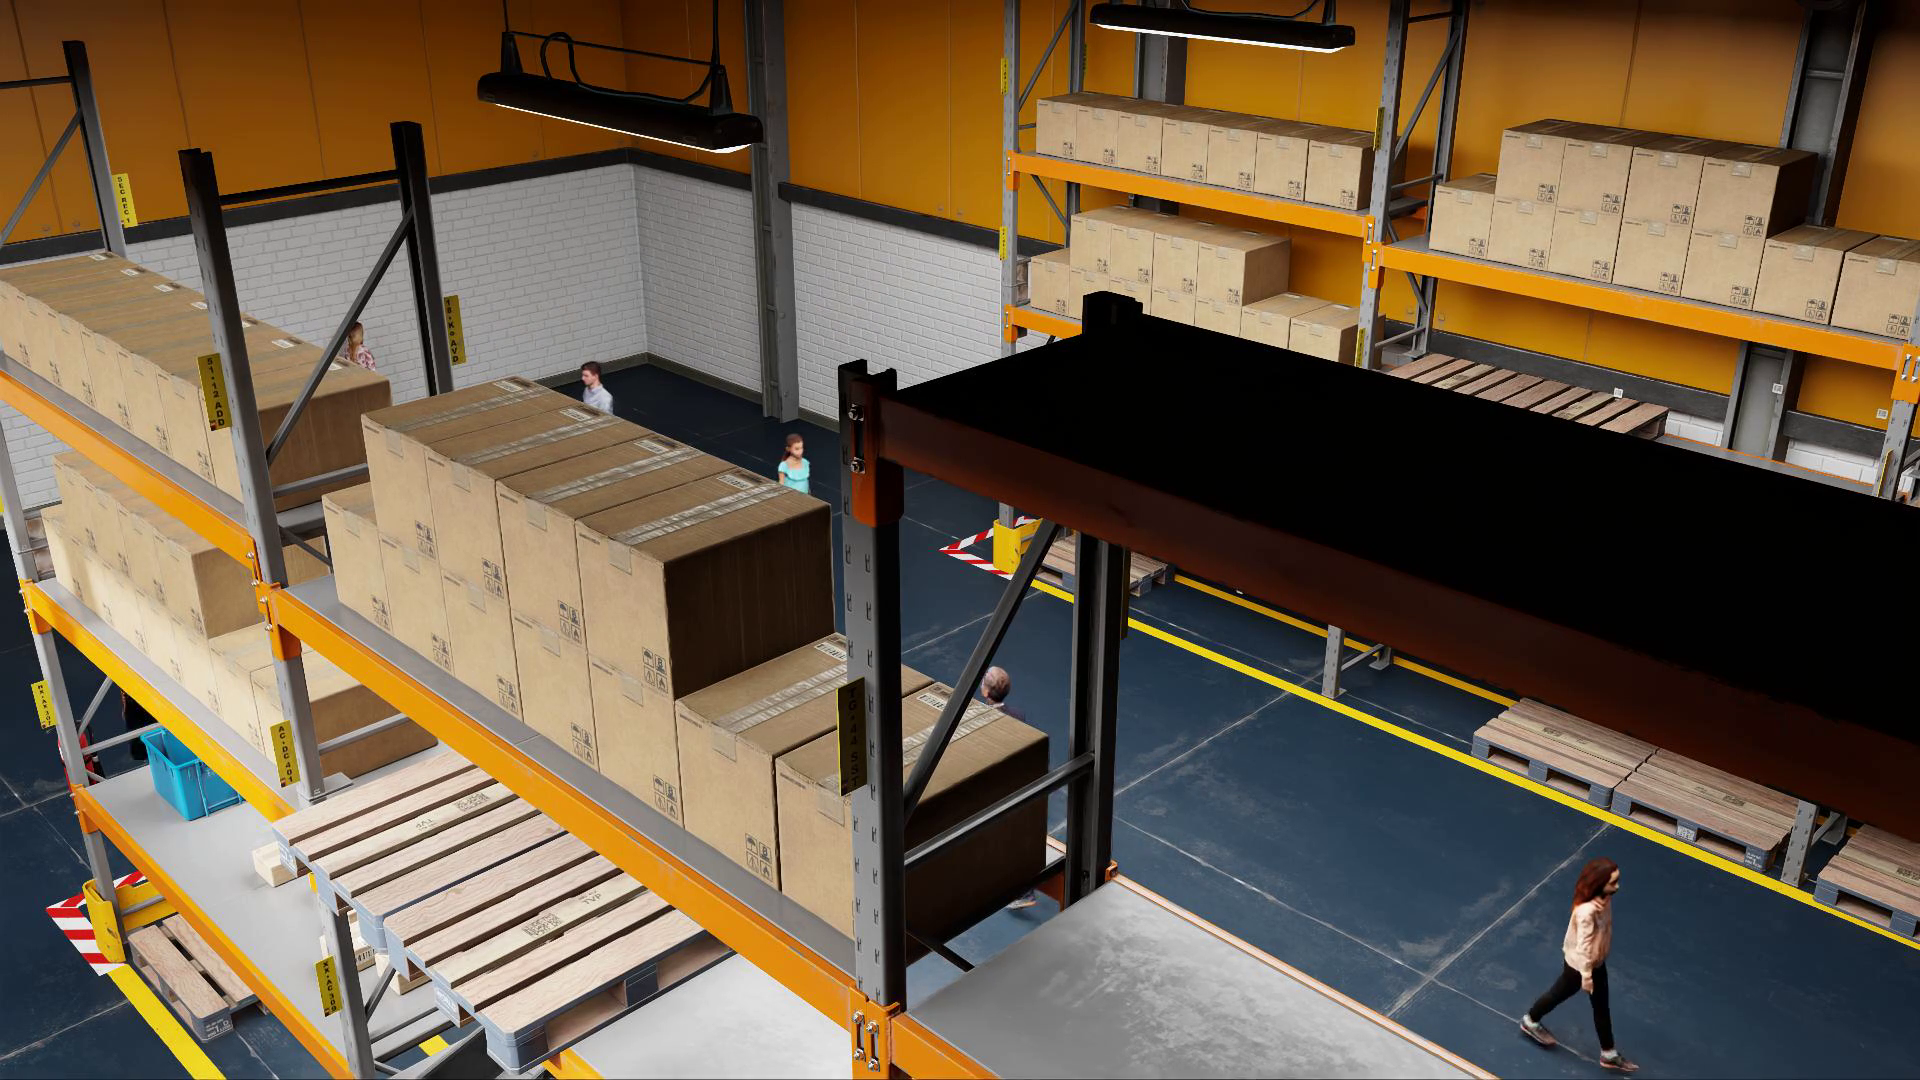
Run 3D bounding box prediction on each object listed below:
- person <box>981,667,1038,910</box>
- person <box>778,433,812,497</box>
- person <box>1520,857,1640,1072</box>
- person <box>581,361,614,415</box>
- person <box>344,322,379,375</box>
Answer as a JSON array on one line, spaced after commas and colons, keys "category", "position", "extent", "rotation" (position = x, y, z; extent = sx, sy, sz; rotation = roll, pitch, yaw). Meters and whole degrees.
[{"category": "person", "position": [0.282, 1.779, 11.752], "extent": [1.134, 1.786, 0.672], "rotation": [22, 32, 40]}, {"category": "person", "position": [-1.728, -0.367, 16.957], "extent": [0.560, 1.549, 0.683], "rotation": [-19, 30, -37]}, {"category": "person", "position": [3.815, 2.592, 10.319], "extent": [0.964, 1.444, 0.611], "rotation": [20, 30, 38]}, {"category": "person", "position": [-3.914, -1.065, 18.183], "extent": [0.714, 1.846, 0.540], "rotation": [-21, 31, -40]}, {"category": "person", "position": [-7.274, -1.870, 20.290], "extent": [0.580, 1.634, 0.697], "rotation": [9, 25, 19]}]
